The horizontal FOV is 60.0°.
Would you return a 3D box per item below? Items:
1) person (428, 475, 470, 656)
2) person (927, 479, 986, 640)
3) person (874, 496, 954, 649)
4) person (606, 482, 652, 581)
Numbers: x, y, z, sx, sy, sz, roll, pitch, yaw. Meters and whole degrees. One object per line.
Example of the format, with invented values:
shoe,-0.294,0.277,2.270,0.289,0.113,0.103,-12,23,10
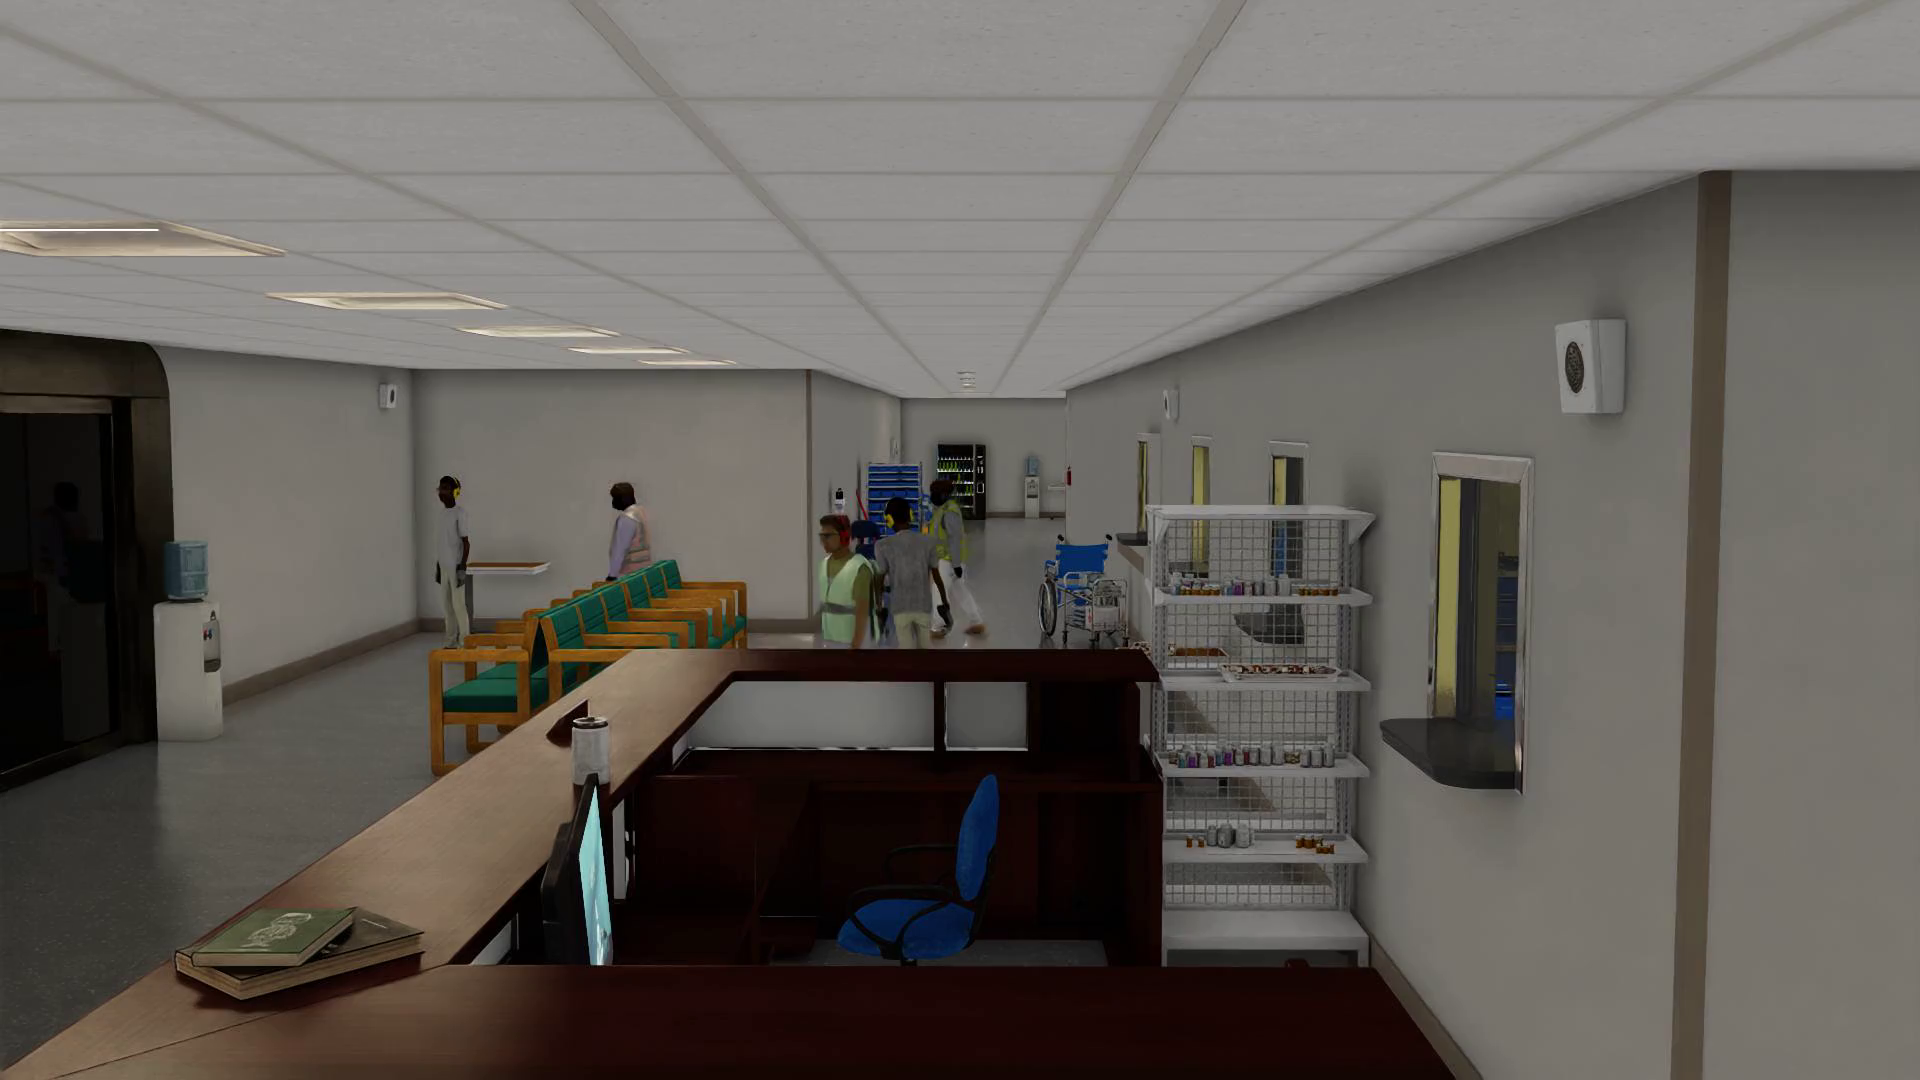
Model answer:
person,-5.167,0.283,16.845,0.532,1.876,0.321,4,6,43
person,-0.056,0.213,18.538,0.790,1.800,0.669,0,4,-6
person,-0.366,0.580,12.954,0.608,1.833,0.492,-1,4,-13
person,-3.342,0.321,16.776,0.523,1.808,0.653,0,4,-3
